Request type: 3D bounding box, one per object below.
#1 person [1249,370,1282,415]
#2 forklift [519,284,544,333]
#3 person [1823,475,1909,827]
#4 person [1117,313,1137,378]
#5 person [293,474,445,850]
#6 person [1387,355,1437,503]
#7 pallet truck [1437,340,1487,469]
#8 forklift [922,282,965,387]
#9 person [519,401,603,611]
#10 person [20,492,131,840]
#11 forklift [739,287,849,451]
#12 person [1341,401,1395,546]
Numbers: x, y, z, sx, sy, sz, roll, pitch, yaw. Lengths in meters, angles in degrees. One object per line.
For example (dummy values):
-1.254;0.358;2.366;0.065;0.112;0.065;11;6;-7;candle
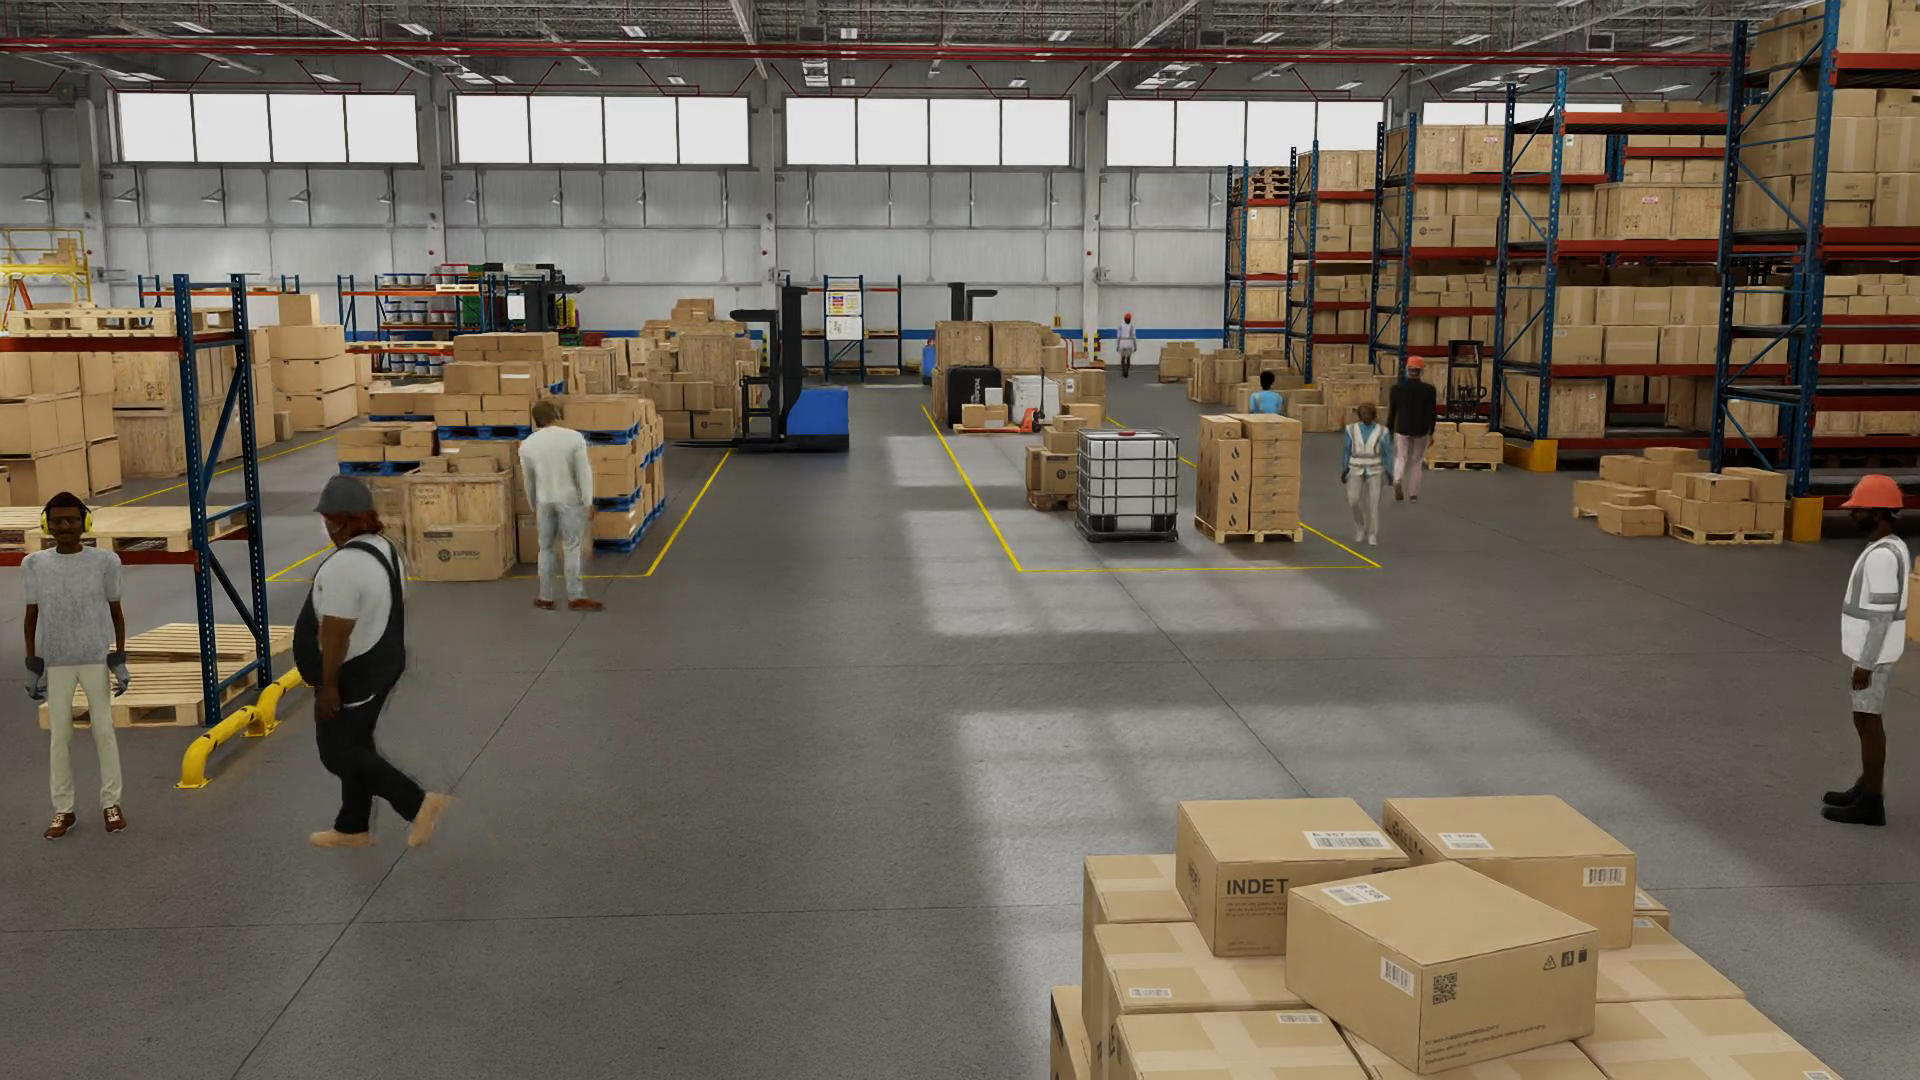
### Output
4.371;-1.582;23.719;0.538;1.676;0.518;-4;10;-26;person
-9.332;-4.225;36.560;1.873;2.768;1.129;-1;9;-4;forklift
5.004;0.606;9.200;0.389;1.934;0.561;6;11;32;person
4.963;-5.761;49.259;0.568;1.900;0.872;3;9;16;person
-3.072;0.647;8.598;0.700;2.000;0.695;0;9;-2;person
5.966;-1.448;21.957;0.619;1.976;0.643;4;10;22;person
8.004;-2.170;26.422;0.823;1.965;1.885;2;9;14;pallet truck
-0.075;-5.568;44.994;1.873;2.768;1.129;-1;9;-4;forklift
-3.587;-0.296;15.011;0.766;1.900;0.372;2;9;11;person
-4.767;0.670;8.976;0.513;1.877;0.328;-4;10;-21;person
-2.857;-2.959;28.607;1.873;2.768;1.129;-1;9;-4;forklift
4.558;-0.738;18.570;0.619;1.619;0.408;4;10;22;person
